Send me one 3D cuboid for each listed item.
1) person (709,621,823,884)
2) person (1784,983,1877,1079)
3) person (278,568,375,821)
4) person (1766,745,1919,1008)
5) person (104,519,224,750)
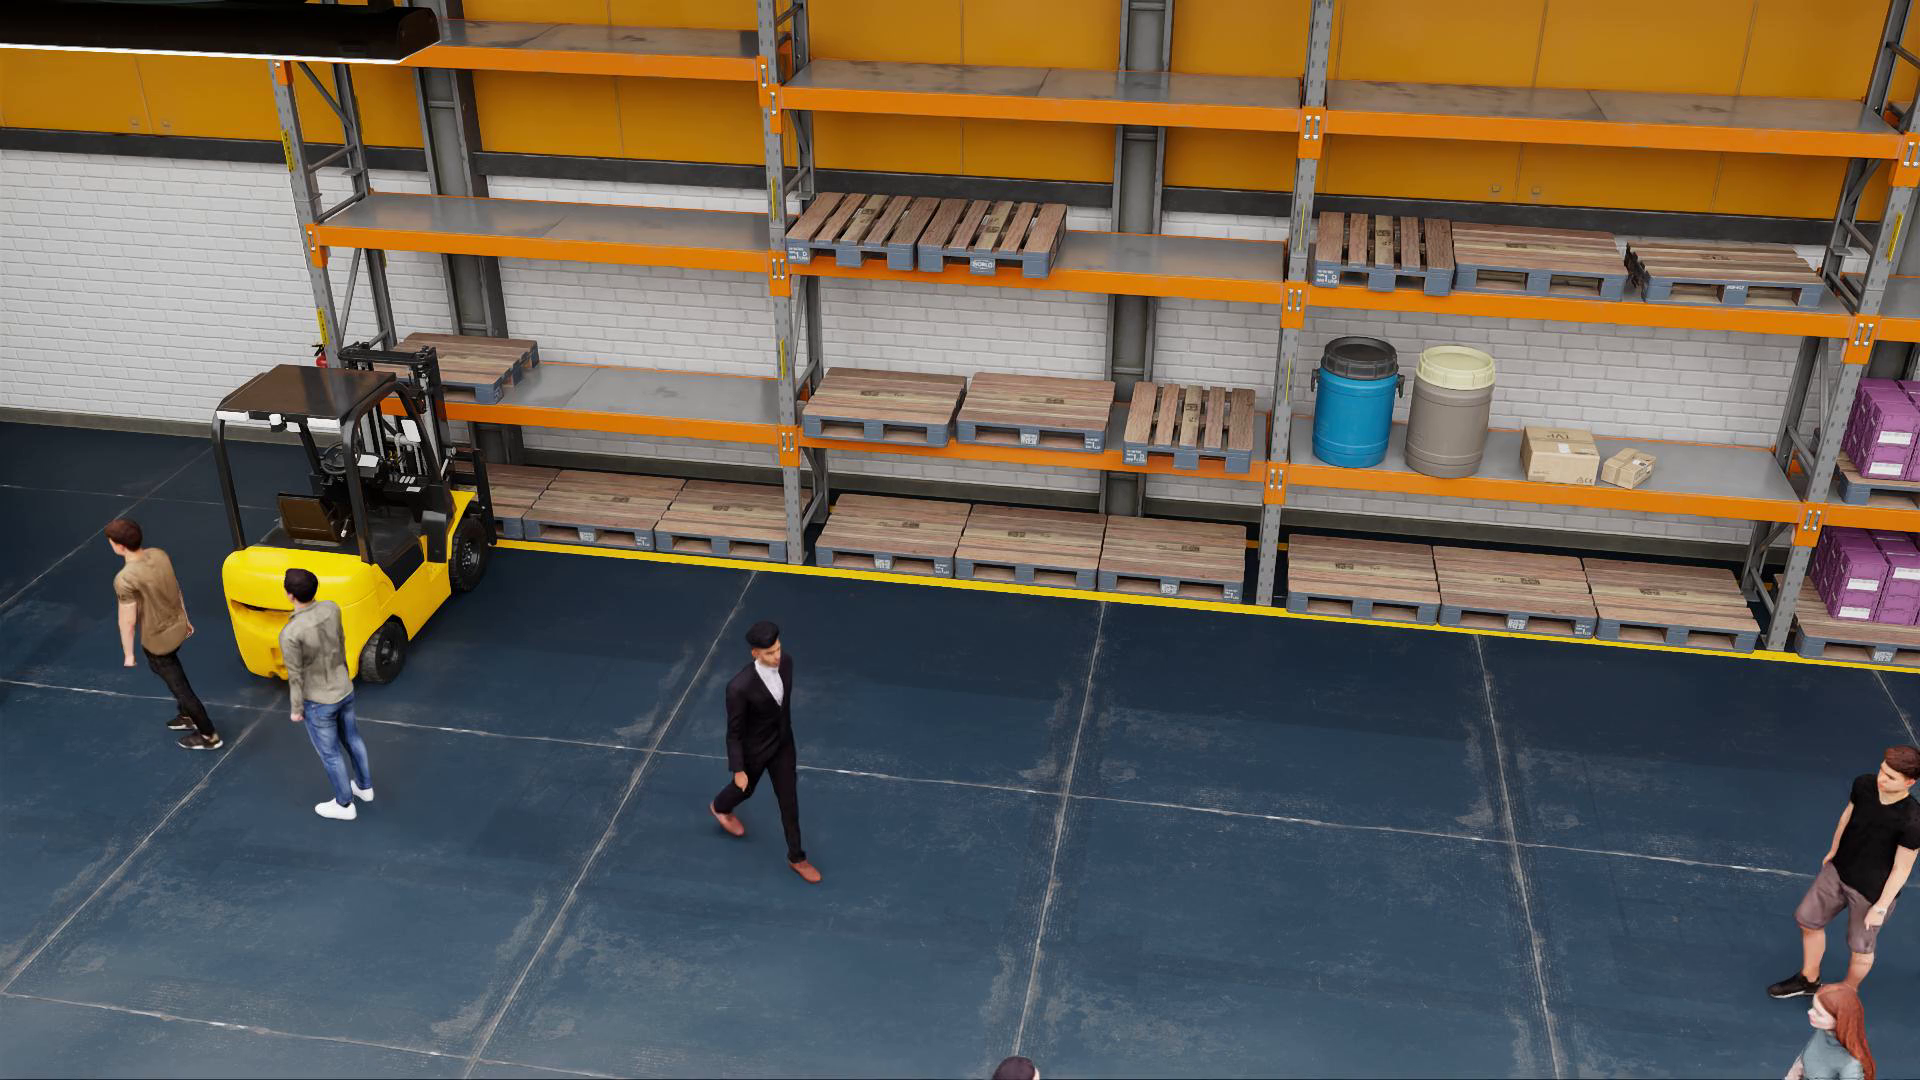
[{"bbox_3d":[-1.309,1.266,10.540,1.361,1.825,1.171,25,37,37],"label":"person"},{"bbox_3d":[4.146,2.803,7.835,0.679,1.716,0.680,10,30,17],"label":"person"},{"bbox_3d":[-4.176,1.012,10.960,0.648,1.866,0.746,10,30,18],"label":"person"},{"bbox_3d":[5.158,1.902,9.349,0.893,1.848,0.857,-8,30,-15],"label":"person"},{"bbox_3d":[-5.473,0.681,11.603,0.735,1.833,0.682,4,29,8],"label":"person"}]
